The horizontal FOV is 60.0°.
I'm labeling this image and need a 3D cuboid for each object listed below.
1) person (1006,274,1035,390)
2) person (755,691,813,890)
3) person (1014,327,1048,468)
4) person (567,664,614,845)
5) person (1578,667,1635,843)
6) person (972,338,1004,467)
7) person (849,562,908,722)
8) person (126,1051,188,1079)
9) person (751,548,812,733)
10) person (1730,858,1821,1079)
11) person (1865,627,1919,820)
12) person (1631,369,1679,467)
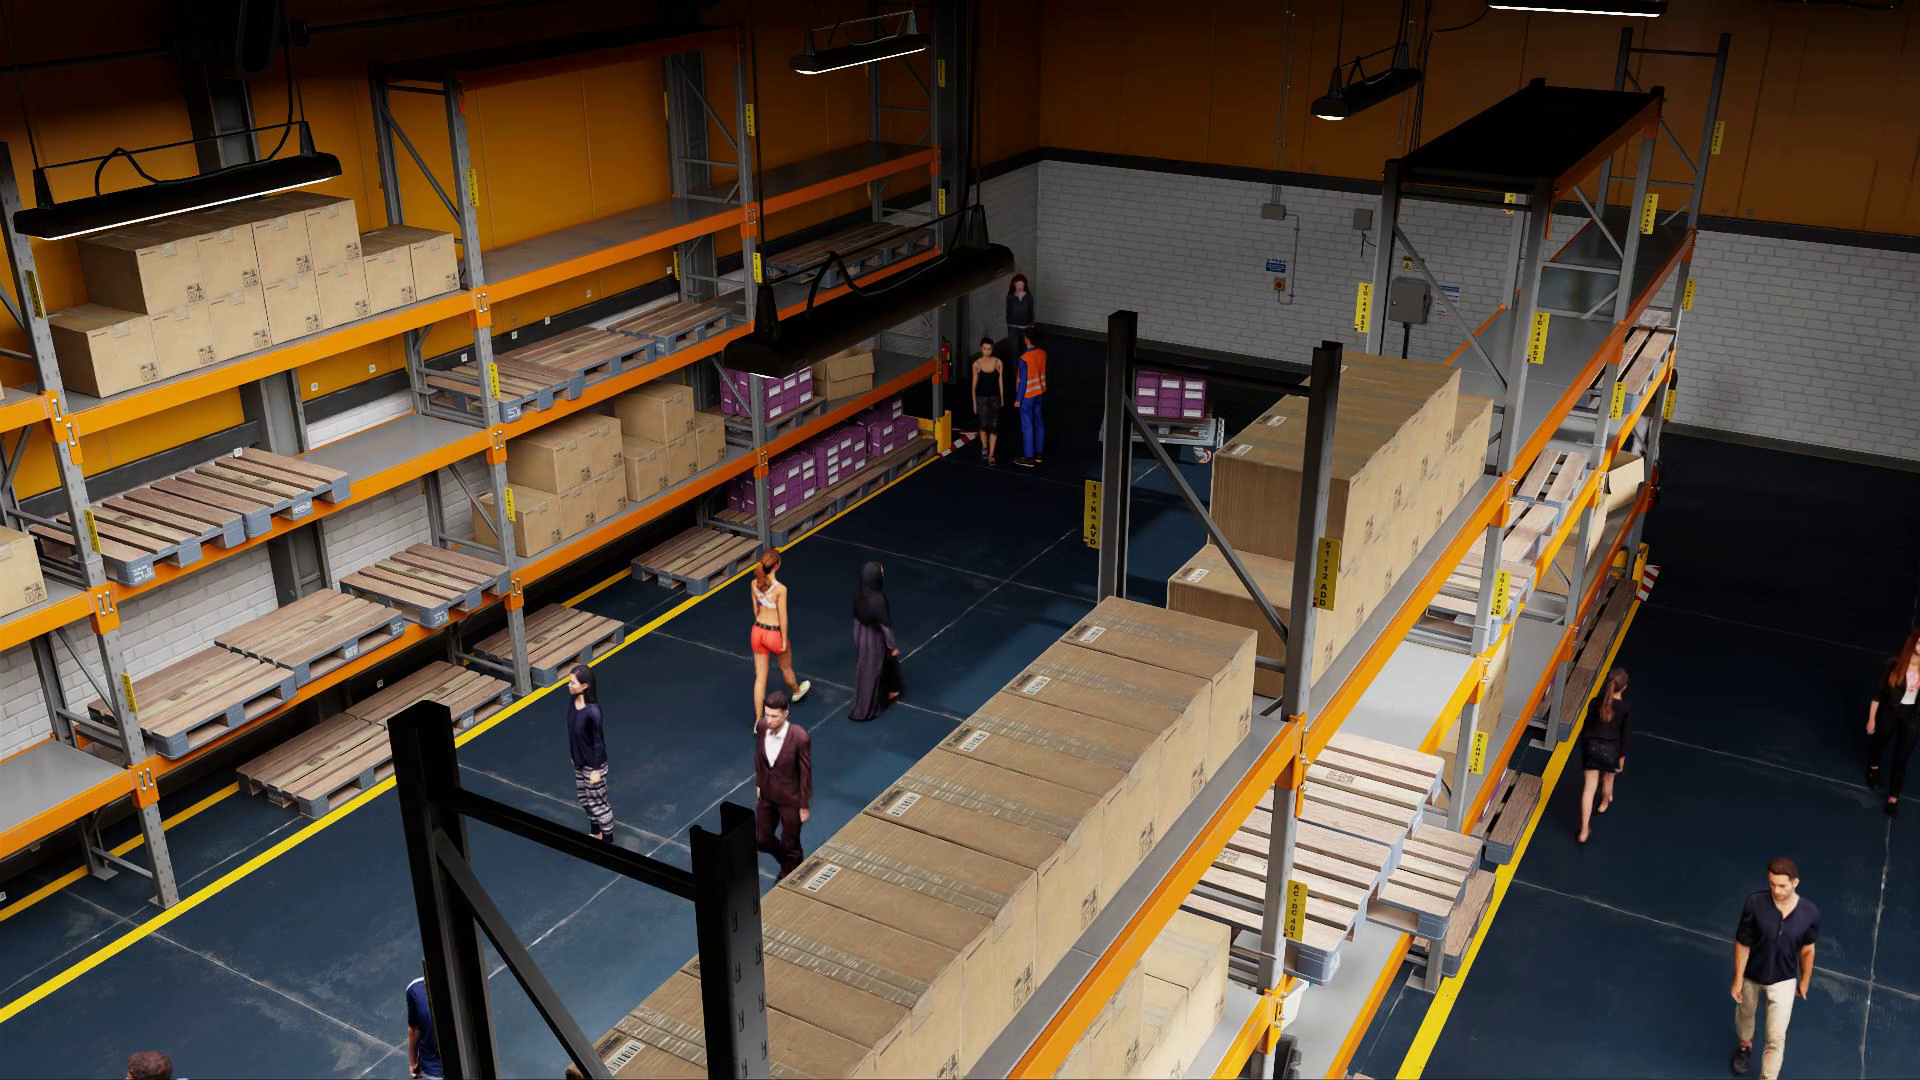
[{"bbox_3d":[0.865,-3.154,24.937,0.901,1.742,1.078,0,24,1],"label":"person"},{"bbox_3d":[-1.356,1.967,13.086,0.707,1.852,0.673,12,26,25],"label":"person"},{"bbox_3d":[0.929,-1.900,21.919,0.797,1.863,0.596,18,30,36],"label":"person"},{"bbox_3d":[-3.037,1.787,13.644,0.640,1.735,0.670,-18,29,-35],"label":"person"},{"bbox_3d":[5.341,1.804,13.875,0.549,1.519,1.022,13,27,27],"label":"person"},{"bbox_3d":[0.356,-1.884,22.077,0.860,1.707,0.971,-2,24,-4],"label":"person"},{"bbox_3d":[-0.897,0.961,15.691,1.041,1.609,0.874,-15,28,-31],"label":"person"},{"bbox_3d":[-4.323,3.620,9.292,0.796,1.861,0.697,-2,24,-4],"label":"person"},{"bbox_3d":[-1.823,0.965,15.507,0.653,1.749,1.123,10,26,22],"label":"person"},{"bbox_3d":[5.372,2.858,11.107,0.726,1.805,1.093,10,26,22],"label":"person"},{"bbox_3d":[8.104,1.495,14.400,0.776,1.665,1.196,8,25,18],"label":"person"},{"bbox_3d":[8.844,-1.616,21.316,0.795,1.825,0.734,3,24,8],"label":"person"}]
